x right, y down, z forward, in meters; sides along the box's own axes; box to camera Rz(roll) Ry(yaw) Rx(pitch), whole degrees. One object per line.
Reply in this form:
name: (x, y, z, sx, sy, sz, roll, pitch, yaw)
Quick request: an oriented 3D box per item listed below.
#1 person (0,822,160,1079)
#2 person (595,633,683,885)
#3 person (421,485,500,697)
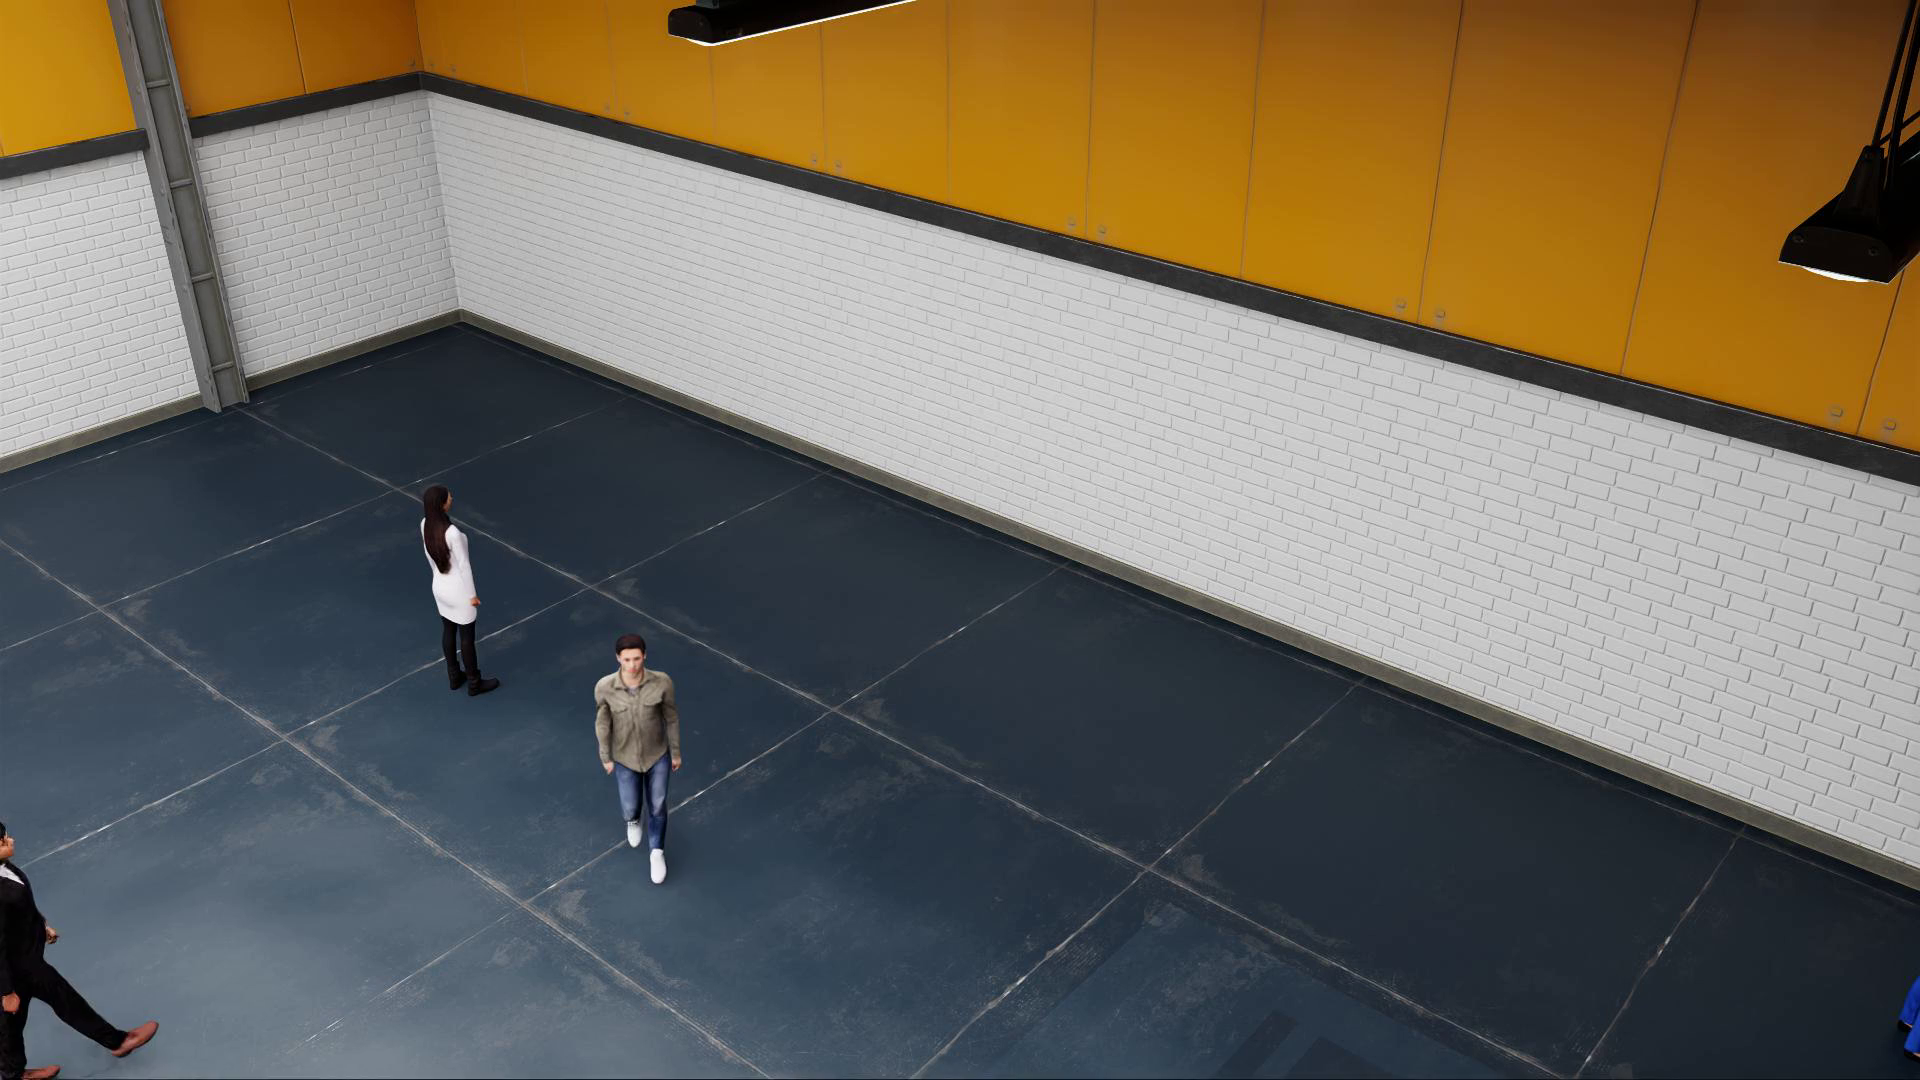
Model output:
person: (-5.390, 2.371, 9.327, 1.206, 1.847, 0.971, -15, 32, -26)
person: (-2.133, 1.384, 11.126, 0.956, 1.857, 1.002, -6, 29, -12)
person: (-3.970, 0.394, 12.992, 0.619, 1.808, 0.548, 19, 34, 30)
